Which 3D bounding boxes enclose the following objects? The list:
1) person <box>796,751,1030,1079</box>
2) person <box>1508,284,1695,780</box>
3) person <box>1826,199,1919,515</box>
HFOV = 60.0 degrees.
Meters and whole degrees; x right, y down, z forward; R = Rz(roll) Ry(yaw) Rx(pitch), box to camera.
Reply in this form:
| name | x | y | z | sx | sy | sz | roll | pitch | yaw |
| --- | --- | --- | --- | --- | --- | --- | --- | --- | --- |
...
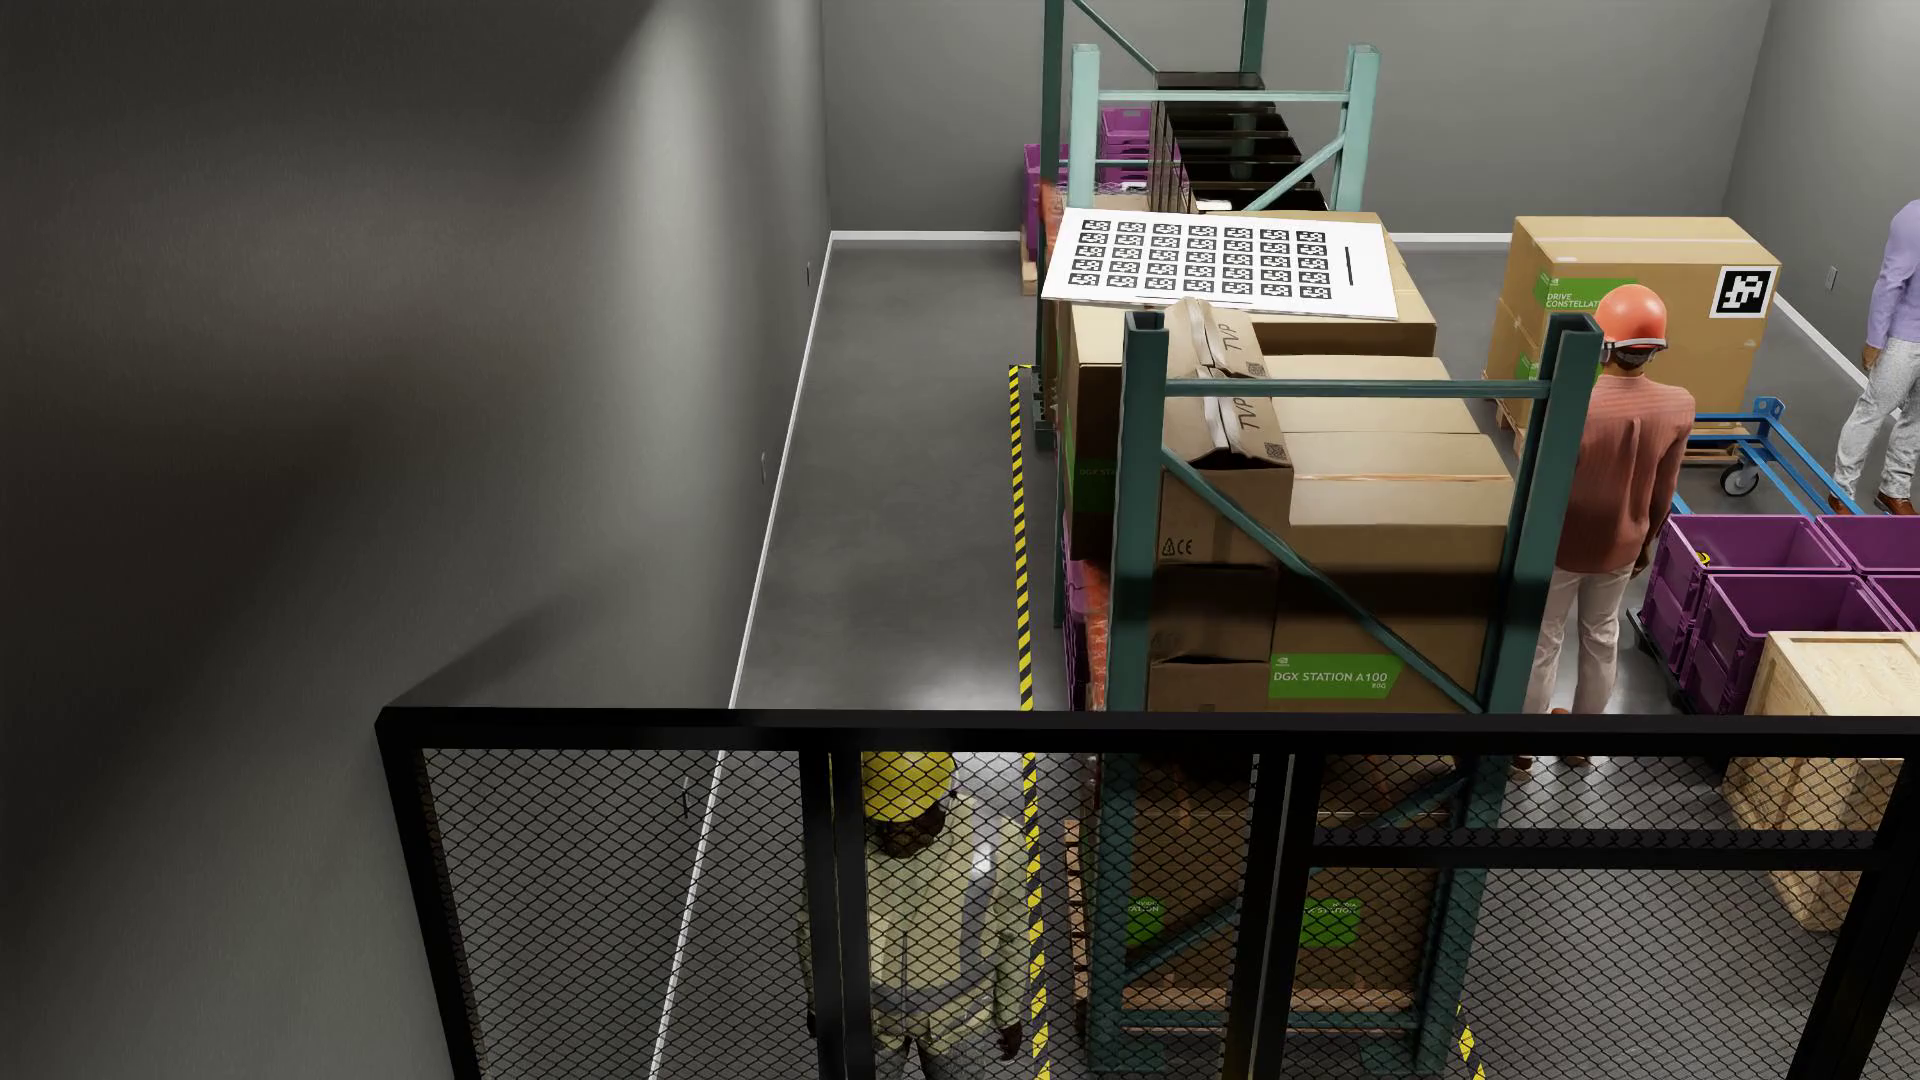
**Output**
| name | x | y | z | sx | sy | sz | roll | pitch | yaw |
| --- | --- | --- | --- | --- | --- | --- | --- | --- | --- |
| person | -0.124 | 1.195 | 4.331 | 0.601 | 1.830 | 0.404 | 3 | 31 | 4 |
| person | 2.306 | 0.003 | 6.156 | 0.622 | 1.993 | 0.384 | -7 | 32 | -12 |
| person | 4.537 | -0.944 | 7.782 | 0.627 | 1.941 | 0.370 | -1 | 31 | -1 |
